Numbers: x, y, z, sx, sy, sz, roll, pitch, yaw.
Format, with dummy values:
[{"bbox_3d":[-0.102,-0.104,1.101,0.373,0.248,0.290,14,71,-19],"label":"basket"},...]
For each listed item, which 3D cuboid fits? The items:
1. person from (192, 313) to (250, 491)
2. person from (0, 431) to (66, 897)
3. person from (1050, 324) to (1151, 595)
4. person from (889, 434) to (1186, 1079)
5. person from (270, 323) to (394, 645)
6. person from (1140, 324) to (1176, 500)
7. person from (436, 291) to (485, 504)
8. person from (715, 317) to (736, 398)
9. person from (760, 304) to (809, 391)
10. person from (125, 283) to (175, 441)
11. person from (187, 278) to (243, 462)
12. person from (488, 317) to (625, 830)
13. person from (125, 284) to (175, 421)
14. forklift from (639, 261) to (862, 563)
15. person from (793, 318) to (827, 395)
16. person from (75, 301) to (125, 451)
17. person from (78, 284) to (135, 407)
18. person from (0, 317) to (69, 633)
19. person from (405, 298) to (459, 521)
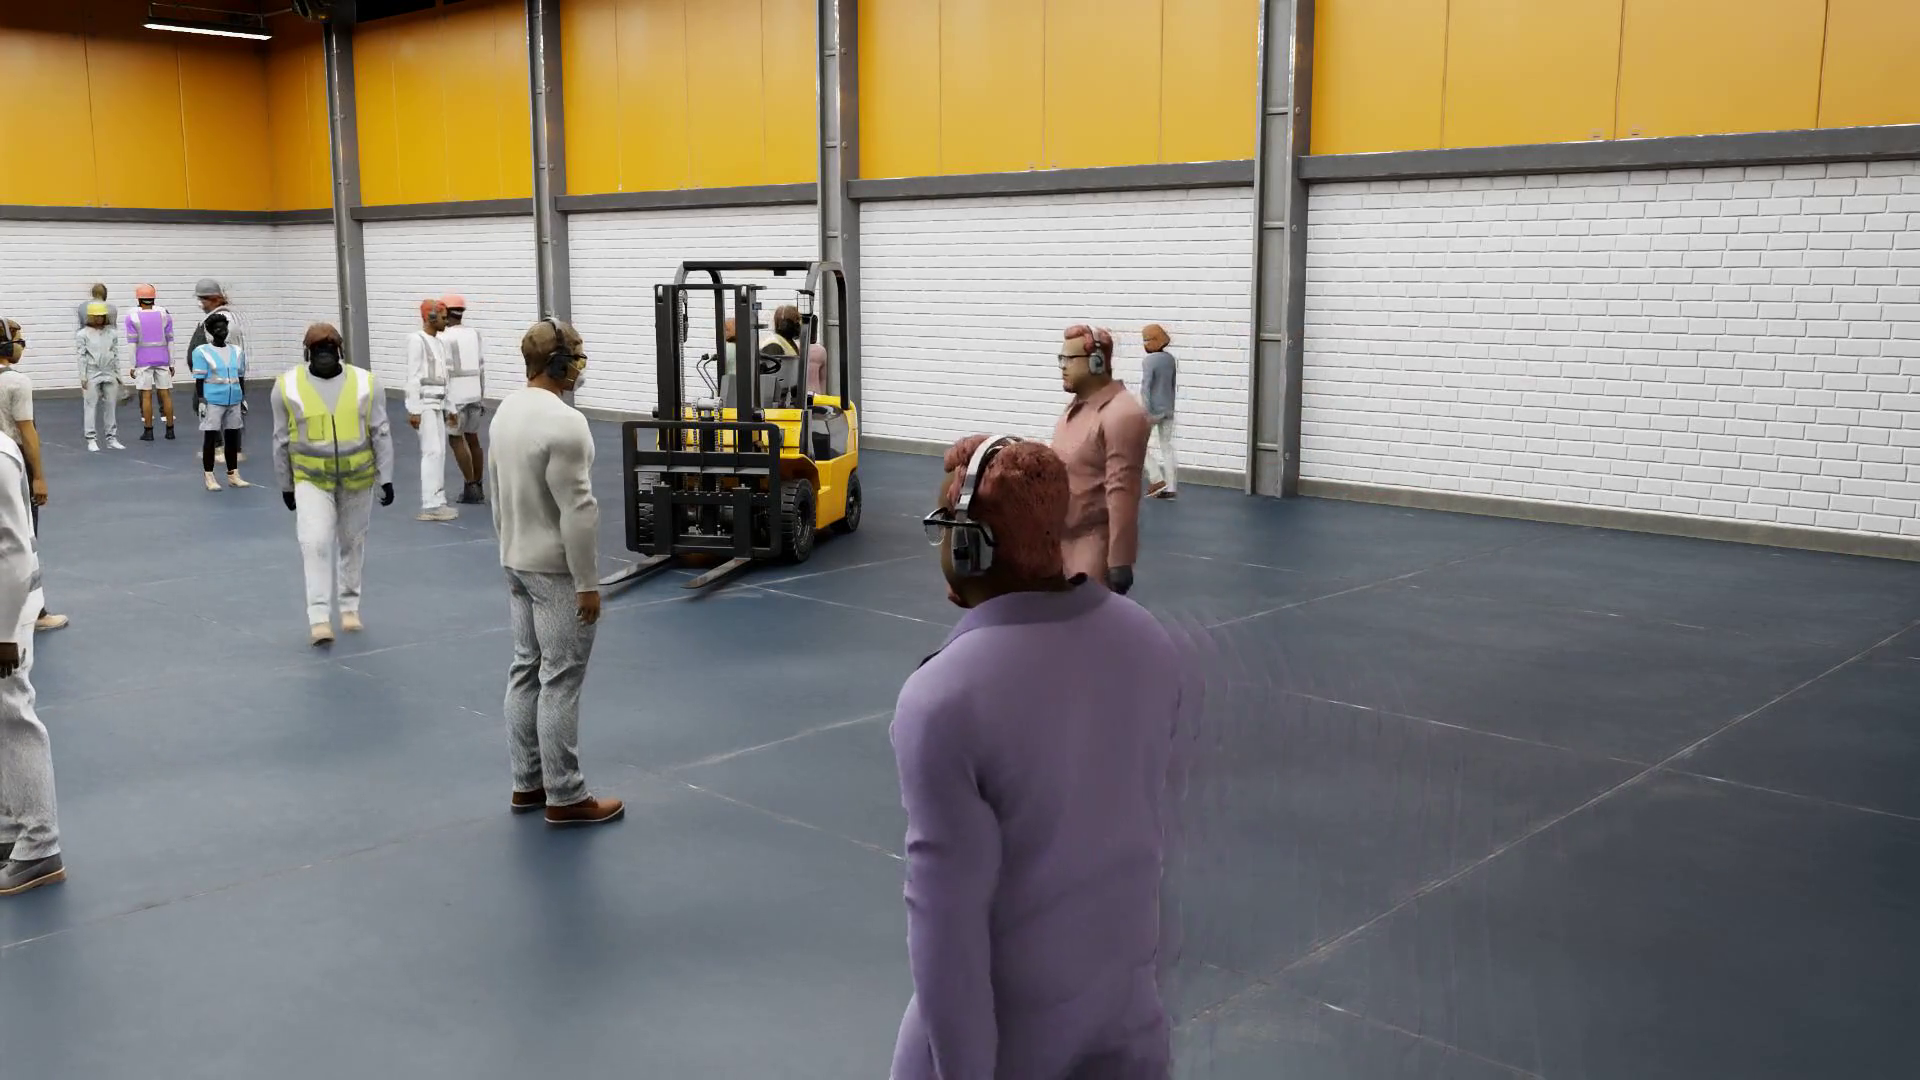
[{"bbox_3d":[-7.087,-1.322,15.968,0.322,1.696,0.536,6,11,34],"label":"person"},{"bbox_3d":[-3.312,0.266,5.655,0.337,1.883,0.584,-9,13,-42],"label":"person"},{"bbox_3d":[0.608,0.016,7.179,0.594,1.885,0.657,-3,10,-20],"label":"person"},{"bbox_3d":[0.094,0.744,2.837,0.645,1.852,1.007,-8,12,-41],"label":"person"},{"bbox_3d":[-3.544,-0.316,9.473,0.632,1.806,0.887,-5,10,-26],"label":"person"},{"bbox_3d":[1.799,-1.162,15.220,0.390,1.618,0.563,9,13,42],"label":"person"},{"bbox_3d":[-4.533,-1.293,15.095,0.430,1.937,0.556,5,10,28],"label":"person"},{"bbox_3d":[-2.362,-1.489,17.214,0.455,1.630,0.520,5,11,29],"label":"person"},{"bbox_3d":[-1.562,-1.110,14.376,0.529,1.863,0.629,2,9,9],"label":"person"},{"bbox_3d":[-10.006,-2.197,20.586,0.544,1.943,0.347,-8,12,-40],"label":"person"},{"bbox_3d":[-8.203,-1.860,18.215,0.613,2.000,0.686,-6,11,-34],"label":"person"},{"bbox_3d":[-1.561,0.127,6.352,0.355,1.936,0.635,-8,12,-40],"label":"person"},{"bbox_3d":[-11.309,-2.609,23.226,0.591,1.910,0.388,0,9,1],"label":"person"},{"bbox_3d":[-1.552,-1.040,12.721,1.214,2.155,2.313,2,9,11],"label":"forklift"},{"bbox_3d":[-1.394,-1.177,14.860,0.306,1.772,0.525,7,12,37],"label":"person"},{"bbox_3d":[-10.042,-1.912,19.445,0.320,1.742,0.492,6,11,34],"label":"person"},{"bbox_3d":[-13.219,-2.995,25.650,0.655,1.884,1.021,0,9,3],"label":"person"},{"bbox_3d":[-5.545,-0.372,9.692,0.517,1.843,0.325,4,10,21],"label":"person"},{"bbox_3d":[-4.475,-1.110,14.153,0.454,1.873,0.595,0,9,3],"label":"person"}]
